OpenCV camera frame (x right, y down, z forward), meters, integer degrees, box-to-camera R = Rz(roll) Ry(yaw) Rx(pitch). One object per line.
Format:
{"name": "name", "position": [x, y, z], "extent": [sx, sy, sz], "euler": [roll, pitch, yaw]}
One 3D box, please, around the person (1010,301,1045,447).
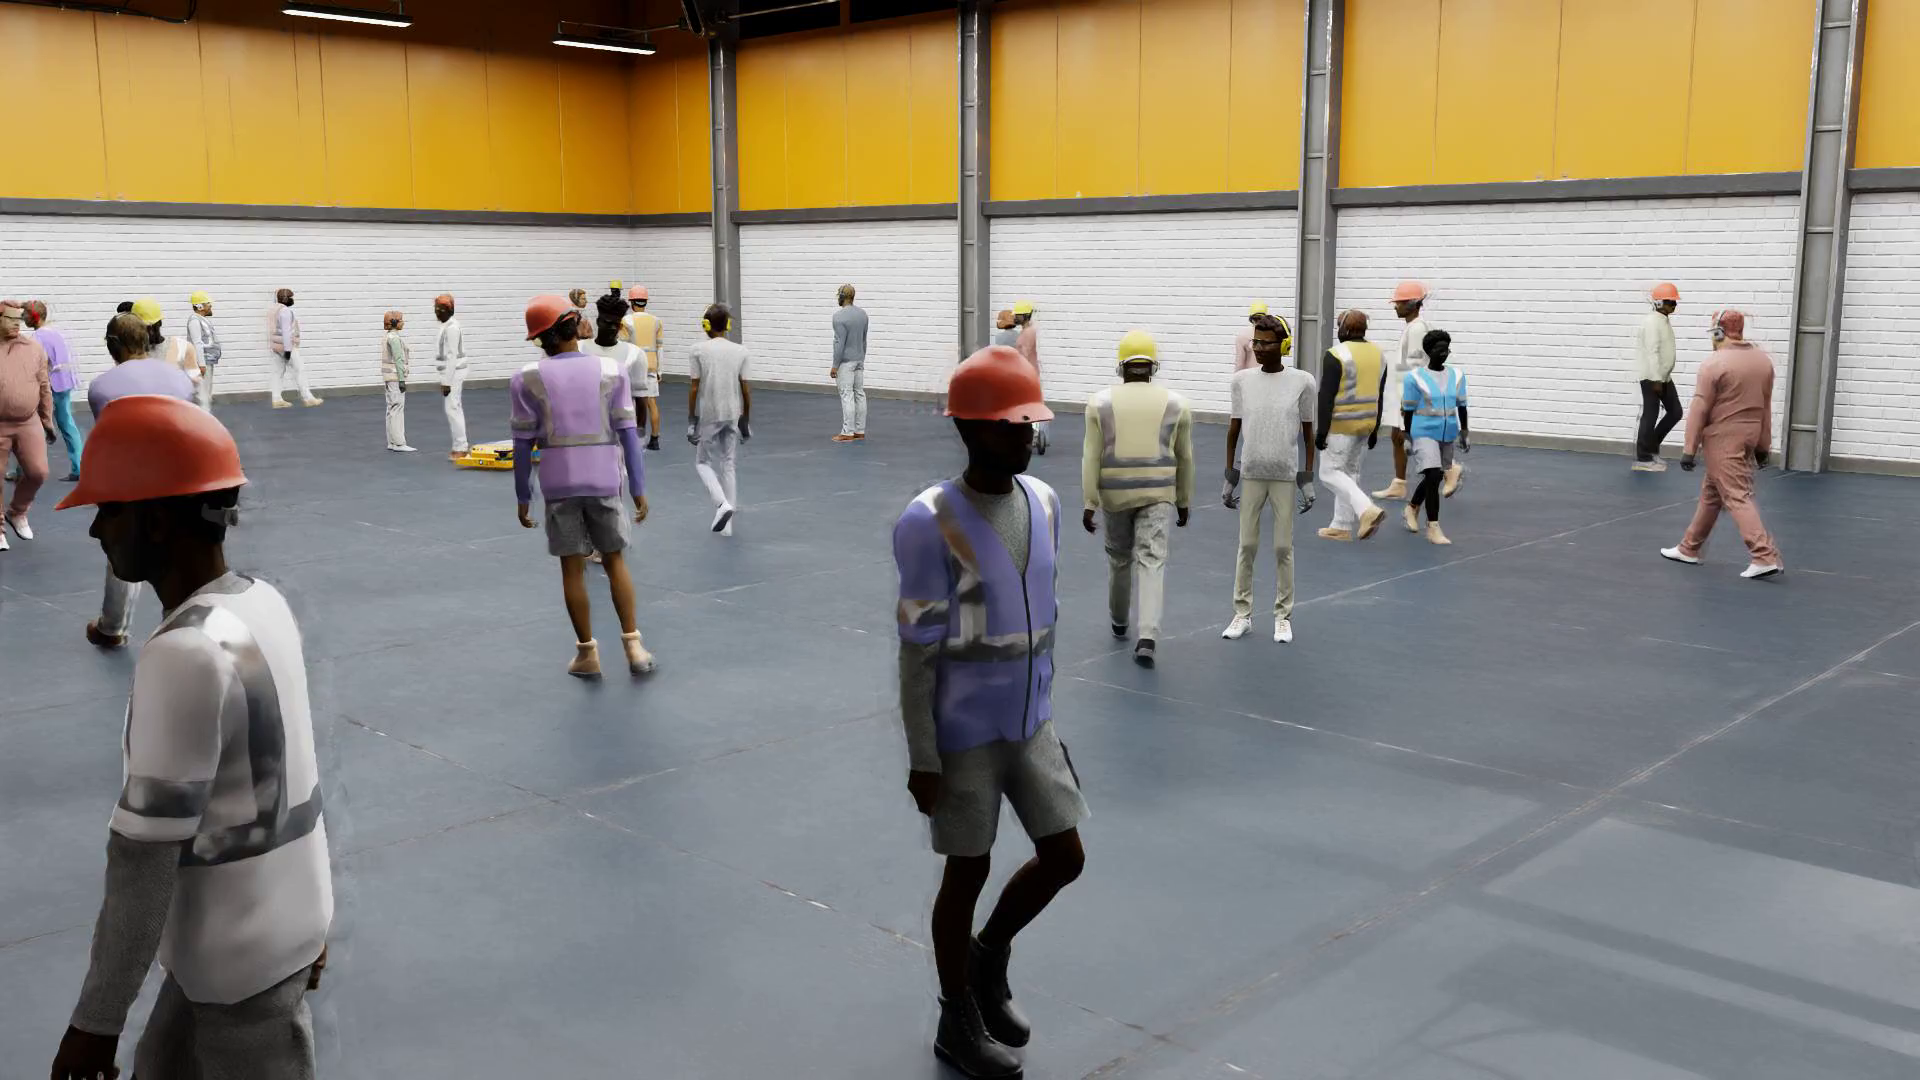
{"name": "person", "position": [0.710, -1.954, 19.724], "extent": [0.718, 1.741, 0.535], "euler": [-2, 9, -12]}

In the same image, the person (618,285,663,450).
{"name": "person", "position": [-3.729, -1.997, 19.402], "extent": [0.542, 1.933, 0.382], "euler": [-7, 11, -35]}

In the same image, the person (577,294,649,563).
{"name": "person", "position": [-2.549, -0.784, 11.912], "extent": [0.650, 1.942, 0.433], "euler": [-1, 9, -5]}

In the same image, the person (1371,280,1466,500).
{"name": "person", "position": [4.187, -1.338, 15.085], "extent": [0.735, 2.021, 0.616], "euler": [1, 9, 9]}

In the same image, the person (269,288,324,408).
{"name": "person", "position": [-10.190, -2.930, 25.462], "extent": [0.833, 1.811, 0.661], "euler": [-8, 12, -40]}

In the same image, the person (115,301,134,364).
{"name": "person", "position": [-11.162, -2.354, 22.321], "extent": [0.321, 1.689, 0.530], "euler": [-4, 10, -23]}

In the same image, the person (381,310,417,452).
{"name": "person", "position": [-6.556, -1.843, 19.335], "extent": [0.309, 1.641, 0.515], "euler": [-6, 11, -31]}

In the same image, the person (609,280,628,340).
{"name": "person", "position": [-6.339, -3.835, 30.707], "extent": [0.585, 1.921, 0.391], "euler": [6, 11, 31]}

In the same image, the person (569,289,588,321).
{"name": "person", "position": [-5.340, -2.580, 23.231], "extent": [0.346, 1.845, 0.505], "euler": [-2, 10, -14]}

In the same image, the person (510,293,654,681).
{"name": "person", "position": [-1.990, -0.275, 8.633], "extent": [0.641, 1.994, 0.534], "euler": [-3, 10, -19]}

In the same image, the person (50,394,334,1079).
{"name": "person", "position": [-1.425, 0.707, 2.914], "extent": [0.892, 1.903, 0.548], "euler": [-2, 10, -14]}

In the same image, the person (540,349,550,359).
{"name": "person", "position": [-5.977, -2.557, 23.835], "extent": [0.822, 1.591, 0.535], "euler": [-3, 10, -16]}

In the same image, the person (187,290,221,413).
{"name": "person", "position": [-9.930, -2.356, 21.882], "extent": [0.404, 1.837, 0.594], "euler": [-3, 10, -16]}

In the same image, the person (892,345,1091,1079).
{"name": "person", "position": [0.080, 0.467, 4.285], "extent": [0.565, 1.926, 0.427], "euler": [-9, 13, -43]}

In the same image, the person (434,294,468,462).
{"name": "person", "position": [-5.651, -1.800, 18.461], "extent": [0.339, 1.857, 0.727], "euler": [-4, 10, -21]}

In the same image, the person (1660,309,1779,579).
{"name": "person", "position": [5.343, -0.672, 11.560], "extent": [0.649, 1.852, 1.033], "euler": [-5, 11, -29]}

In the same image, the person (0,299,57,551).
{"name": "person", "position": [-7.202, -0.869, 12.583], "extent": [0.425, 1.893, 0.709], "euler": [7, 12, 38]}

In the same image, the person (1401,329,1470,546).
{"name": "person", "position": [3.689, -0.825, 13.053], "extent": [0.535, 1.668, 0.822], "euler": [-3, 10, -16]}

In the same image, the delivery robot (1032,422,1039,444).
{"name": "delivery robot", "position": [0.708, -1.323, 19.180], "extent": [0.477, 0.478, 0.707], "euler": [-1, 9, -4]}

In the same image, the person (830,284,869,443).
{"name": "person", "position": [-1.363, -2.156, 20.340], "extent": [0.370, 1.941, 0.627], "euler": [6, 11, 32]}

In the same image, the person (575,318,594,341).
{"name": "person", "position": [-3.769, -1.398, 16.649], "extent": [0.499, 1.628, 0.267], "euler": [-1, 9, -8]}

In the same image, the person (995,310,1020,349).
{"name": "person", "position": [0.524, -2.058, 20.737], "extent": [0.779, 1.600, 0.530], "euler": [9, 13, 43]}

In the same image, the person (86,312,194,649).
{"name": "person", "position": [-4.454, -0.297, 9.123], "extent": [1.007, 1.893, 0.636], "euler": [5, 11, 30]}

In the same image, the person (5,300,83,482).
{"name": "person", "position": [-9.139, -1.455, 16.473], "extent": [0.894, 1.804, 0.573], "euler": [-1, 9, -3]}

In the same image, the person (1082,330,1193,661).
{"name": "person", "position": [0.977, -0.255, 9.157], "extent": [0.615, 1.791, 0.942], "euler": [0, 9, 2]}

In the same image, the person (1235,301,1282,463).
{"name": "person", "position": [3.232, -1.702, 18.086], "extent": [0.523, 1.769, 0.317], "euler": [-1, 9, -4]}

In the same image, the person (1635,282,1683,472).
{"name": "person", "position": [7.302, -1.689, 17.349], "extent": [0.440, 1.976, 0.632], "euler": [9, 13, 43]}

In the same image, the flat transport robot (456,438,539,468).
{"name": "flat transport robot", "position": [-4.772, -0.968, 18.161], "extent": [0.652, 0.197, 1.431], "euler": [4, 10, 23]}

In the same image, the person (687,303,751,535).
{"name": "person", "position": [-1.907, -0.942, 13.164], "extent": [0.551, 1.850, 0.446], "euler": [-5, 11, -28]}

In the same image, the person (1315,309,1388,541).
{"name": "person", "position": [3.025, -0.865, 12.788], "extent": [0.631, 1.817, 0.632], "euler": [-7, 11, -36]}

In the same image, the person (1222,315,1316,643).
{"name": "person", "position": [1.757, -0.345, 9.464], "extent": [0.533, 1.864, 0.314], "euler": [3, 10, 20]}

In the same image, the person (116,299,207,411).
{"name": "person", "position": [-6.244, -0.941, 13.064], "extent": [0.615, 1.876, 0.872], "euler": [-6, 11, -33]}
